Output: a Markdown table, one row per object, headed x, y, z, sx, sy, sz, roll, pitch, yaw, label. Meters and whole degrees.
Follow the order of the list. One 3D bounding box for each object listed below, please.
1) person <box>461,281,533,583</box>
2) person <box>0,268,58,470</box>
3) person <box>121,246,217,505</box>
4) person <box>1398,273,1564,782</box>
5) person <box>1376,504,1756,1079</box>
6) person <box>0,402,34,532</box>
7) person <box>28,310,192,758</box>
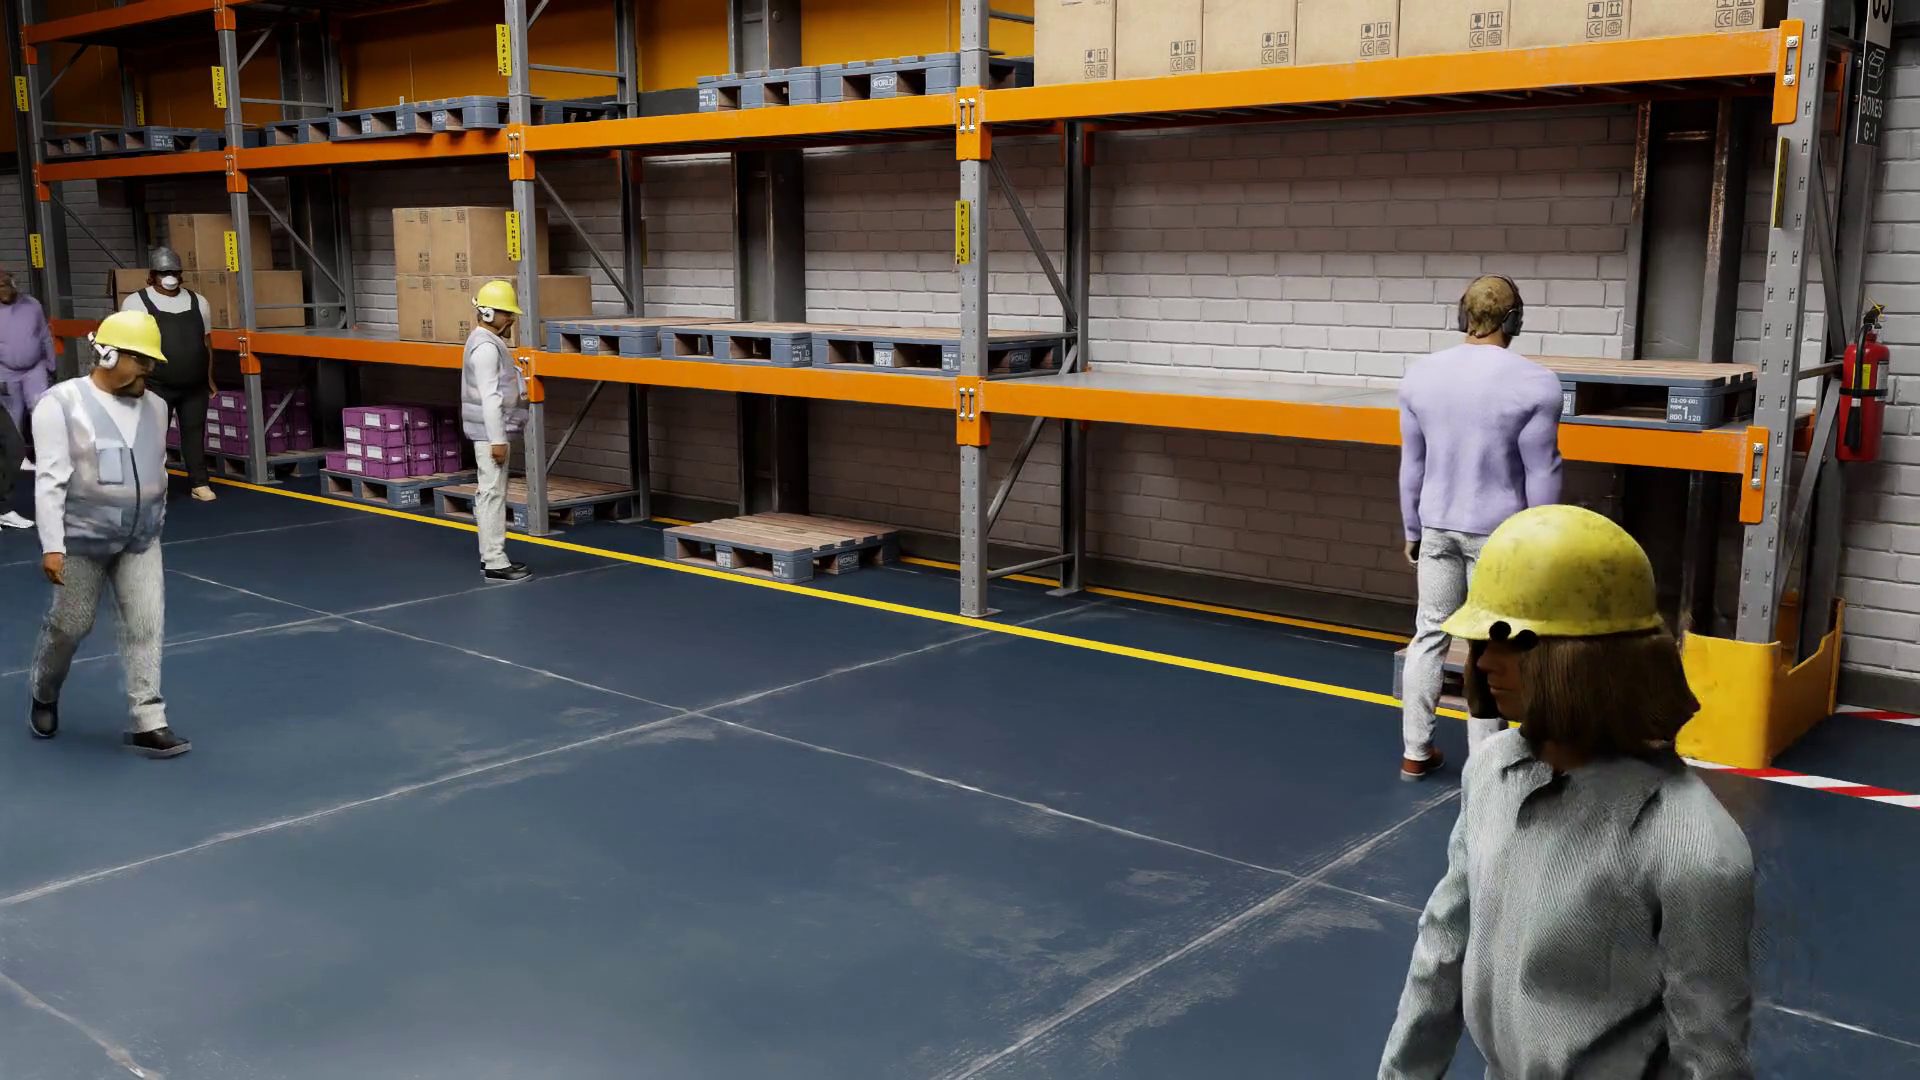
| x | y | z | sx | sy | sz | roll | pitch | yaw | label |
| --- | --- | --- | --- | --- | --- | --- | --- | --- | --- |
| -2.821 | -0.655 | 10.134 | 0.404 | 1.822 | 0.591 | -3 | 10 | -16 | person |
| -8.422 | -1.499 | 14.896 | 0.701 | 1.844 | 0.856 | -9 | 13 | -42 | person |
| -6.210 | -1.298 | 13.173 | 0.684 | 2.000 | 0.536 | -9 | 14 | -43 | person |
| 1.914 | -0.015 | 6.182 | 0.628 | 1.931 | 0.358 | 9 | 14 | 43 | person |
| 0.698 | 0.804 | 2.136 | 0.854 | 1.700 | 0.503 | -2 | 10 | -12 | person |
| -6.895 | -0.980 | 11.772 | 0.596 | 1.897 | 0.616 | 0 | 10 | -3 | person |
| -3.480 | -0.030 | 6.698 | 0.840 | 1.780 | 0.640 | 6 | 12 | 31 | person |
